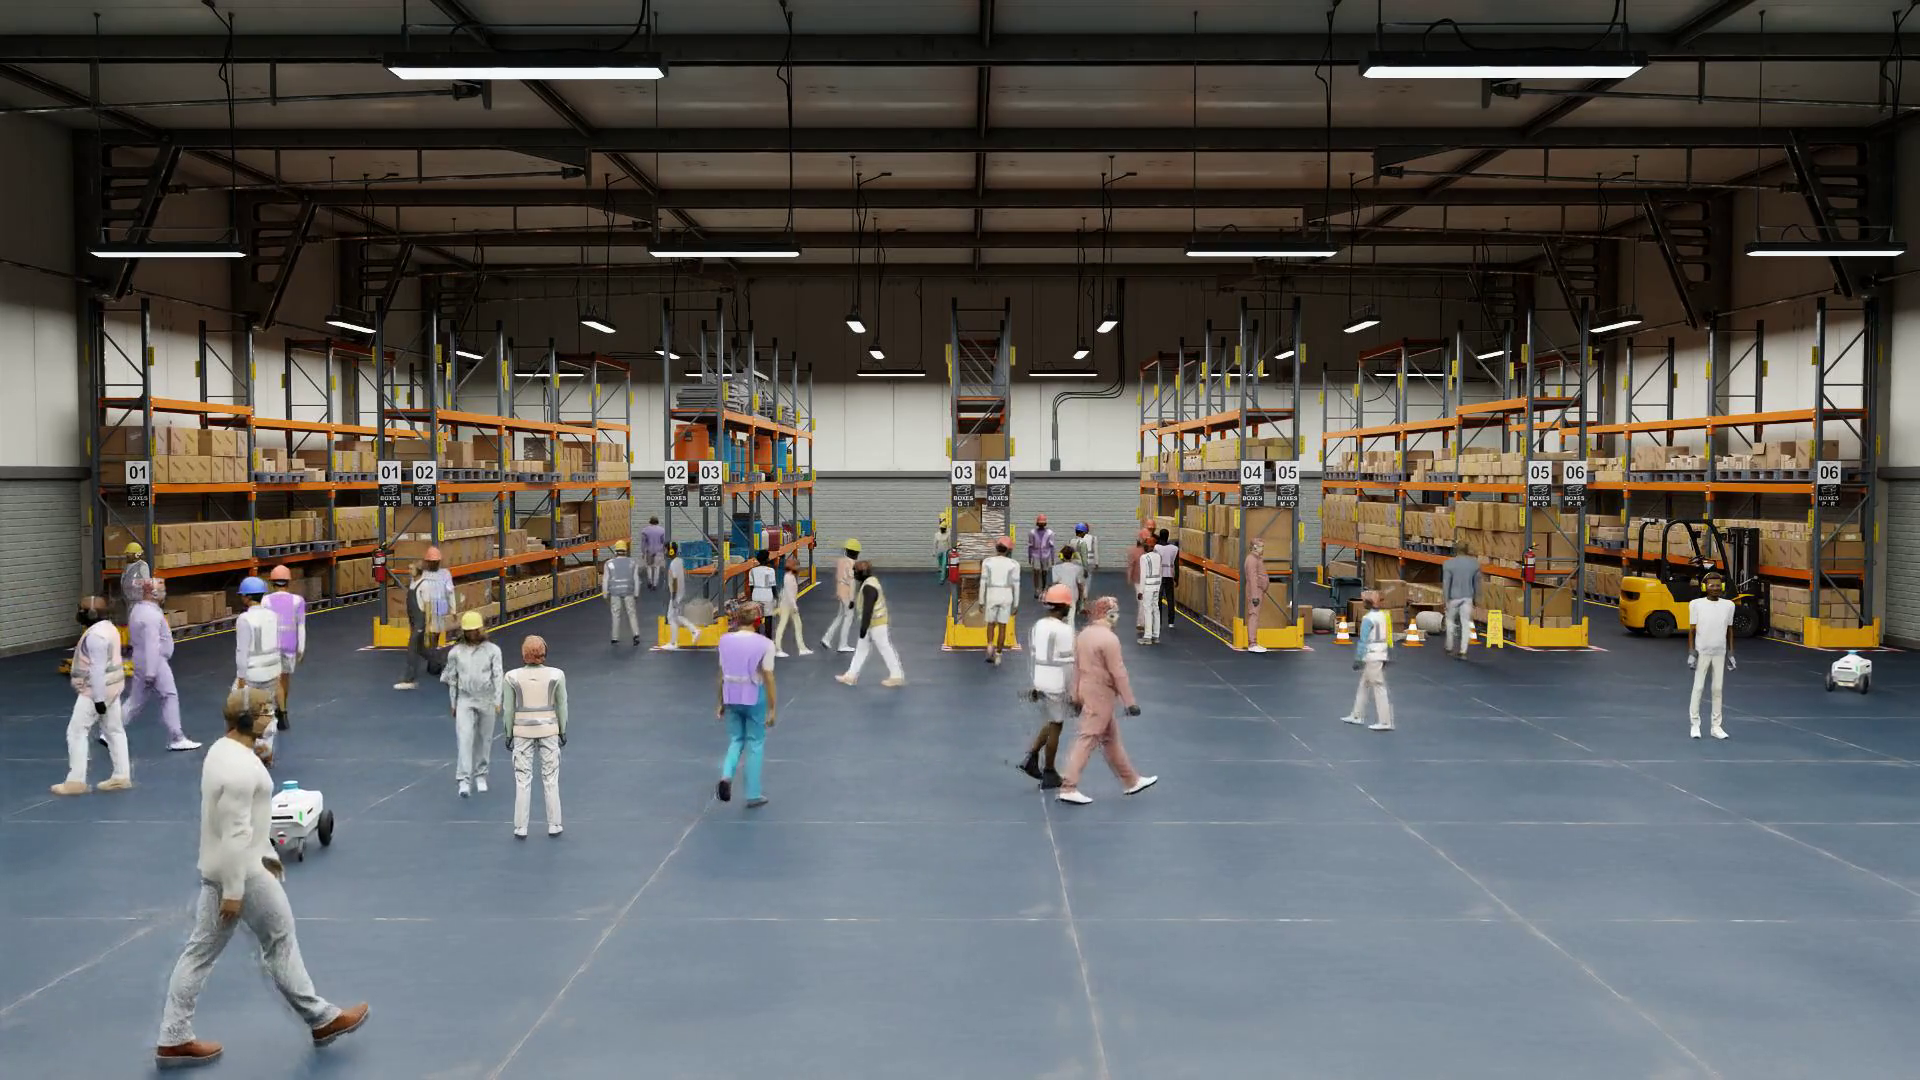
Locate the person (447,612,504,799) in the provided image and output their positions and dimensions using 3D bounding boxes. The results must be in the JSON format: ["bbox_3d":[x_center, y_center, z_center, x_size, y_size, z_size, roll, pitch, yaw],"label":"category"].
[{"bbox_3d":[-4.437,1.509,14.795,0.495,1.687,0.929,-1,2,-16],"label":"person"}]

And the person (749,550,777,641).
[{"bbox_3d":[-3.315,1.009,27.250,0.533,1.697,0.318,1,3,26],"label":"person"}]

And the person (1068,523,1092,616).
[{"bbox_3d":[2.524,0.617,34.122,0.401,1.938,0.603,-1,3,-29],"label":"person"}]

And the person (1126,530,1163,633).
[{"bbox_3d":[3.452,0.784,29.853,0.649,1.934,1.030,-1,2,-18],"label":"person"}]

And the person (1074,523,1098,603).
[{"bbox_3d":[2.878,0.524,37.651,0.599,1.836,0.964,0,2,-10],"label":"person"}]

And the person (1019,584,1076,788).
[{"bbox_3d":[0.892,1.376,15.275,0.451,1.925,0.555,-1,3,-25],"label":"person"}]

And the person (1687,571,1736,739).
[{"bbox_3d":[8.443,1.286,18.130,0.520,1.874,0.332,0,2,7],"label":"person"}]

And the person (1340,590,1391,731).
[{"bbox_3d":[4.676,1.385,18.707,0.745,1.606,0.546,2,3,34],"label":"person"}]

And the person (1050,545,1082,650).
[{"bbox_3d":[1.651,1.002,25.652,0.562,1.831,0.926,0,2,-11],"label":"person"}]

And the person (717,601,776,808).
[{"bbox_3d":[-1.905,1.457,14.292,0.601,1.828,0.479,1,2,23],"label":"person"}]

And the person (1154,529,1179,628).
[{"bbox_3d":[3.951,0.740,31.265,0.598,1.917,0.378,0,2,-4],"label":"person"}]

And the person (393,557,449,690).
[{"bbox_3d":[-7.442,1.143,22.399,0.810,1.823,0.513,-2,3,-40],"label":"person"}]

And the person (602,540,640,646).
[{"bbox_3d":[-5.865,0.919,27.909,0.678,1.834,0.573,0,2,-12],"label":"person"}]

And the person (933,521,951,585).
[{"bbox_3d":[-0.430,0.334,44.044,0.553,1.721,0.818,1,3,25],"label":"person"}]

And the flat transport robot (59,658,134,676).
[{"bbox_3d":[-12.654,1.866,23.877,1.431,0.197,0.652,2,3,36],"label":"flat transport robot"}]

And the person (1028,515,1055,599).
[{"bbox_3d":[1.937,0.415,38.385,0.627,1.995,1.011,0,2,4],"label":"person"}]

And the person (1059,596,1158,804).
[{"bbox_3d":[1.329,1.439,14.574,1.025,1.850,0.643,-1,2,-15],"label":"person"}]

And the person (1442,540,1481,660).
[{"bbox_3d":[8.063,0.952,26.118,0.647,1.897,0.931,0,2,-1],"label":"person"}]

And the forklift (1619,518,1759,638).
[{"bbox_3d":[13.417,0.684,29.791,2.313,2.155,1.214,0,2,0],"label":"forklift"}]

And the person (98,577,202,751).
[{"bbox_3d":[-8.649,1.328,17.154,0.932,1.876,0.647,-2,3,-43],"label":"person"}]

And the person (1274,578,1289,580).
[{"bbox_3d":[8.843,0.217,44.436,0.647,1.918,0.550,0,2,-2],"label":"person"}]

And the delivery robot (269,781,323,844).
[{"bbox_3d":[-5.226,2.128,12.616,0.477,0.478,0.707,0,2,-10],"label":"delivery robot"}]

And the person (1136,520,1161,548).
[{"bbox_3d":[4.237,0.541,35.825,0.652,1.946,0.981,0,2,2],"label":"person"}]

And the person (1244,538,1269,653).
[{"bbox_3d":[4.956,0.917,26.958,0.410,1.909,0.643,0,2,12],"label":"person"}]

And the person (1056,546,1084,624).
[{"bbox_3d":[2.093,0.920,30.738,0.521,1.595,0.814,0,2,9],"label":"person"}]

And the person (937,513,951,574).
[{"bbox_3d":[-0.507,0.094,48.579,0.403,1.835,0.586,1,3,26],"label":"person"}]

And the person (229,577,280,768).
[{"bbox_3d":[-7.086,1.331,16.217,0.450,1.927,0.637,0,2,11],"label":"person"}]

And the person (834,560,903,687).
[{"bbox_3d":[-1.257,1.168,22.443,1.017,1.761,0.633,0,2,-11],"label":"person"}]

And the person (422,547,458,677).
[{"bbox_3d":[-7.713,1.053,23.751,0.563,1.883,0.996,-2,3,-35],"label":"person"}]

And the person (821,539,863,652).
[{"bbox_3d":[-1.947,0.925,26.951,0.658,1.892,0.637,-1,3,-27],"label":"person"}]

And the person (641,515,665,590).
[{"bbox_3d":[-7.902,0.322,41.799,0.656,1.909,0.847,0,2,-8],"label":"person"}]

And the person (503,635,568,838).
[{"bbox_3d":[-3.452,1.596,13.144,0.514,1.644,0.308,-1,2,-16],"label":"person"}]

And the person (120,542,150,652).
[{"bbox_3d":[-13.767,0.954,26.921,0.588,1.836,0.403,2,3,34],"label":"person"}]

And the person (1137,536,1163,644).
[{"bbox_3d":[3.323,0.876,28.300,0.353,1.882,0.578,2,3,43],"label":"person"}]

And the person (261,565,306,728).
[{"bbox_3d":[-8.011,1.244,19.011,0.559,1.887,0.993,-2,3,-35],"label":"person"}]

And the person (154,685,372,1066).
[{"bbox_3d":[-3.572,1.673,8.186,1.021,1.883,0.634,-2,3,-35],"label":"person"}]

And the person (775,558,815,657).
[{"bbox_3d":[-2.674,1.093,26.157,0.742,1.599,0.536,0,2,8],"label":"person"}]

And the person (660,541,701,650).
[{"bbox_3d":[-4.743,0.937,27.277,0.591,1.840,0.558,0,2,3],"label":"person"}]

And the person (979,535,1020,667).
[{"bbox_3d":[0.619,0.938,24.981,0.633,2.022,0.467,0,2,8],"label":"person"}]

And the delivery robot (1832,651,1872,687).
[{"bbox_3d":[12.183,1.753,22.052,0.477,0.478,0.707,2,3,43],"label":"delivery robot"}]

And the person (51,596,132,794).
[{"bbox_3d":[-8.106,1.431,15.014,0.761,1.820,0.621,0,2,-12],"label":"person"}]

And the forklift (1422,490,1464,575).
[{"bbox_3d":[13.926,-0.371,47.846,1.873,2.768,1.129,0,2,0],"label":"forklift"}]
